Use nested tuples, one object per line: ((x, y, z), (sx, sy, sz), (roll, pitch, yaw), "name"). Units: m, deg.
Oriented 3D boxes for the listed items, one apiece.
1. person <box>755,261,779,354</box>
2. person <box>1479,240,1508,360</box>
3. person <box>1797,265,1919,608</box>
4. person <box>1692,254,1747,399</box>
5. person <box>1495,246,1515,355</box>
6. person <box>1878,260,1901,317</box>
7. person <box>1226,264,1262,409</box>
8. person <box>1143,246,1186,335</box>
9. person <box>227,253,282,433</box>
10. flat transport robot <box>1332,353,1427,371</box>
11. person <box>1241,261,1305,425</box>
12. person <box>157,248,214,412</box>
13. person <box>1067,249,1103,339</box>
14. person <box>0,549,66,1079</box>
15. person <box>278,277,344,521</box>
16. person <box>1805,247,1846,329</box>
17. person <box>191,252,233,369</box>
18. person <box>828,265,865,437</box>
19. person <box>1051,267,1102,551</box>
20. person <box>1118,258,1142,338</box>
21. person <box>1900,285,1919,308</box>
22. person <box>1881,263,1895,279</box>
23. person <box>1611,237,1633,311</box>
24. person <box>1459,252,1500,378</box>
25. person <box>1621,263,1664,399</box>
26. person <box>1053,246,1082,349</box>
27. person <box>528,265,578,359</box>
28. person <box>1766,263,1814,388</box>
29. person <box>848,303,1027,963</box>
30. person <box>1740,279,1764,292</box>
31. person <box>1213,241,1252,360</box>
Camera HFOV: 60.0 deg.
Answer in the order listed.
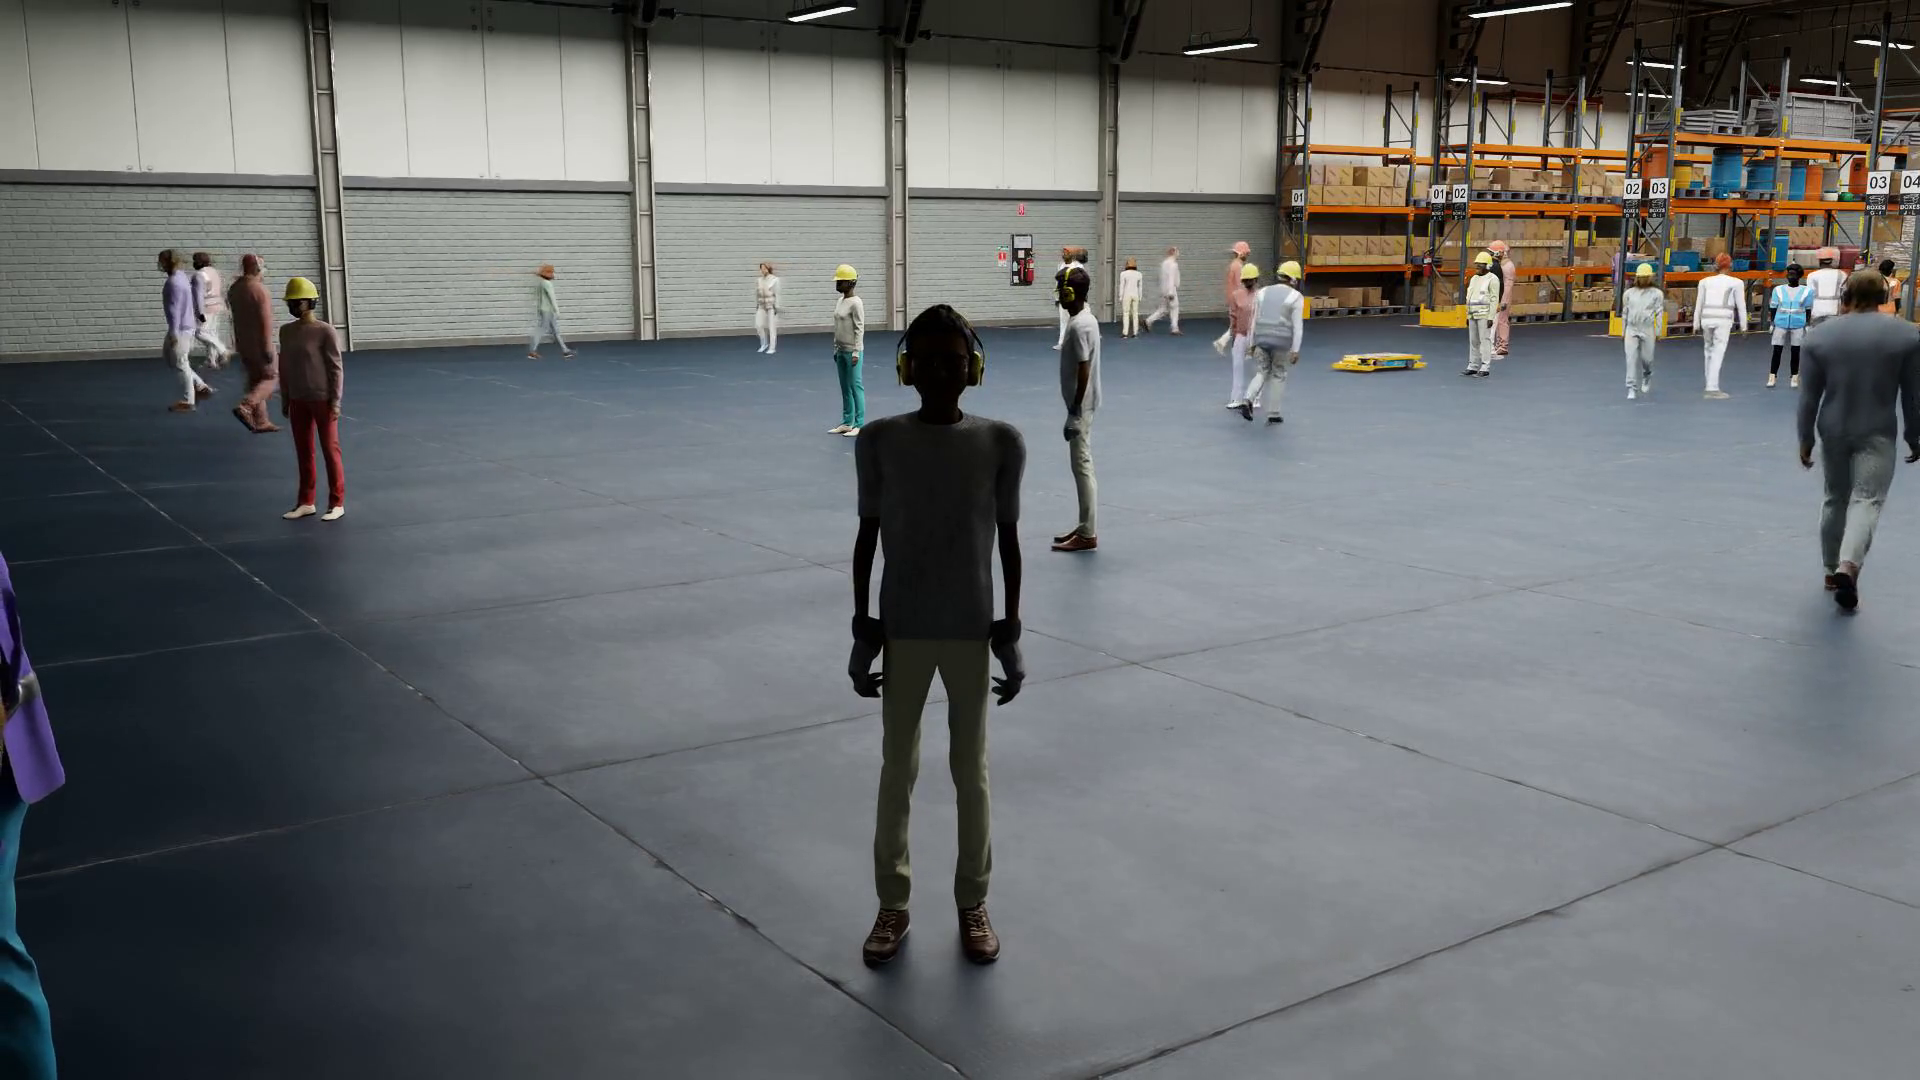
((-3.398, -4.088, 29.322), (0.516, 1.626, 0.374), (5, 11, 26), "person")
((8.985, -4.037, 28.016), (0.386, 1.992, 0.625), (0, 10, -2), "person")
((5.046, -0.591, 9.388), (0.638, 1.909, 0.916), (8, 13, 38), "person")
((9.817, -2.749, 21.423), (0.901, 1.832, 0.644), (-9, 14, -40), "person")
((9.481, -4.203, 29.172), (0.408, 1.905, 0.652), (1, 10, 7), "person")
((14.654, -3.598, 26.426), (0.318, 1.697, 0.535), (-9, 13, -39), "person")
((3.447, -2.409, 19.803), (0.550, 1.719, 0.809), (5, 11, 24), "person")
((4.316, -5.229, 34.904), (0.783, 1.874, 0.682), (-1, 10, -6), "person")
((-7.366, -2.032, 17.314), (0.649, 1.891, 0.536), (7, 12, 33), "person")
((6.524, -2.775, 25.825), (1.431, 0.197, 0.652), (-7, 13, -34), "flat transport robot")
((3.436, -2.135, 18.131), (0.621, 1.799, 0.660), (9, 14, 42), "person")
((-9.208, -2.464, 19.608), (0.457, 1.926, 0.634), (-5, 11, -24), "person")
((2.443, -4.799, 32.720), (0.857, 1.810, 0.649), (2, 11, 12), "person")
((-2.027, 0.538, 3.337), (0.394, 1.846, 0.564), (-9, 14, -41), "person")
((-4.717, -1.015, 12.077), (0.525, 1.769, 0.327), (4, 11, 20), "person")
((12.962, -3.433, 24.940), (0.554, 1.914, 0.797), (3, 11, 14), "person")
((-11.622, -3.547, 25.788), (0.568, 1.832, 0.632), (0, 10, 3), "person")
((-1.168, -1.957, 17.245), (0.310, 1.769, 0.525), (-6, 12, -30), "person")
((0.762, -0.850, 10.911), (0.329, 1.863, 0.513), (2, 10, 10), "person")
((3.482, -4.930, 33.938), (0.506, 1.623, 0.289), (-4, 11, -20), "person")
((19.160, -4.986, 33.412), (0.626, 1.933, 0.370), (6, 12, 31), "person")
((16.046, -4.022, 28.921), (0.364, 1.623, 0.537), (-3, 11, -18), "person")
((15.488, -6.037, 38.841), (0.381, 2.045, 0.605), (-5, 11, -24), "person")
((7.615, -3.293, 24.369), (0.404, 1.836, 0.600), (-4, 11, -20), "person")
((8.728, -2.677, 21.307), (0.490, 1.727, 0.594), (5, 12, 27), "person")
((1.961, -4.398, 30.303), (0.354, 1.883, 0.572), (-10, 14, -43), "person")
((-6.944, -3.864, 28.179), (0.872, 1.579, 0.522), (-5, 11, -25), "person")
((11.325, -2.919, 22.692), (0.536, 1.699, 0.322), (6, 12, 29), "person")
((-0.067, 0.274, 4.717), (0.508, 1.876, 0.328), (0, 10, -1), "person")
((23.088, -7.696, 48.351), (1.061, 1.909, 0.641), (-5, 12, -28), "person")
((4.602, -3.995, 27.824), (0.567, 1.982, 0.634), (0, 10, 1), "person")
